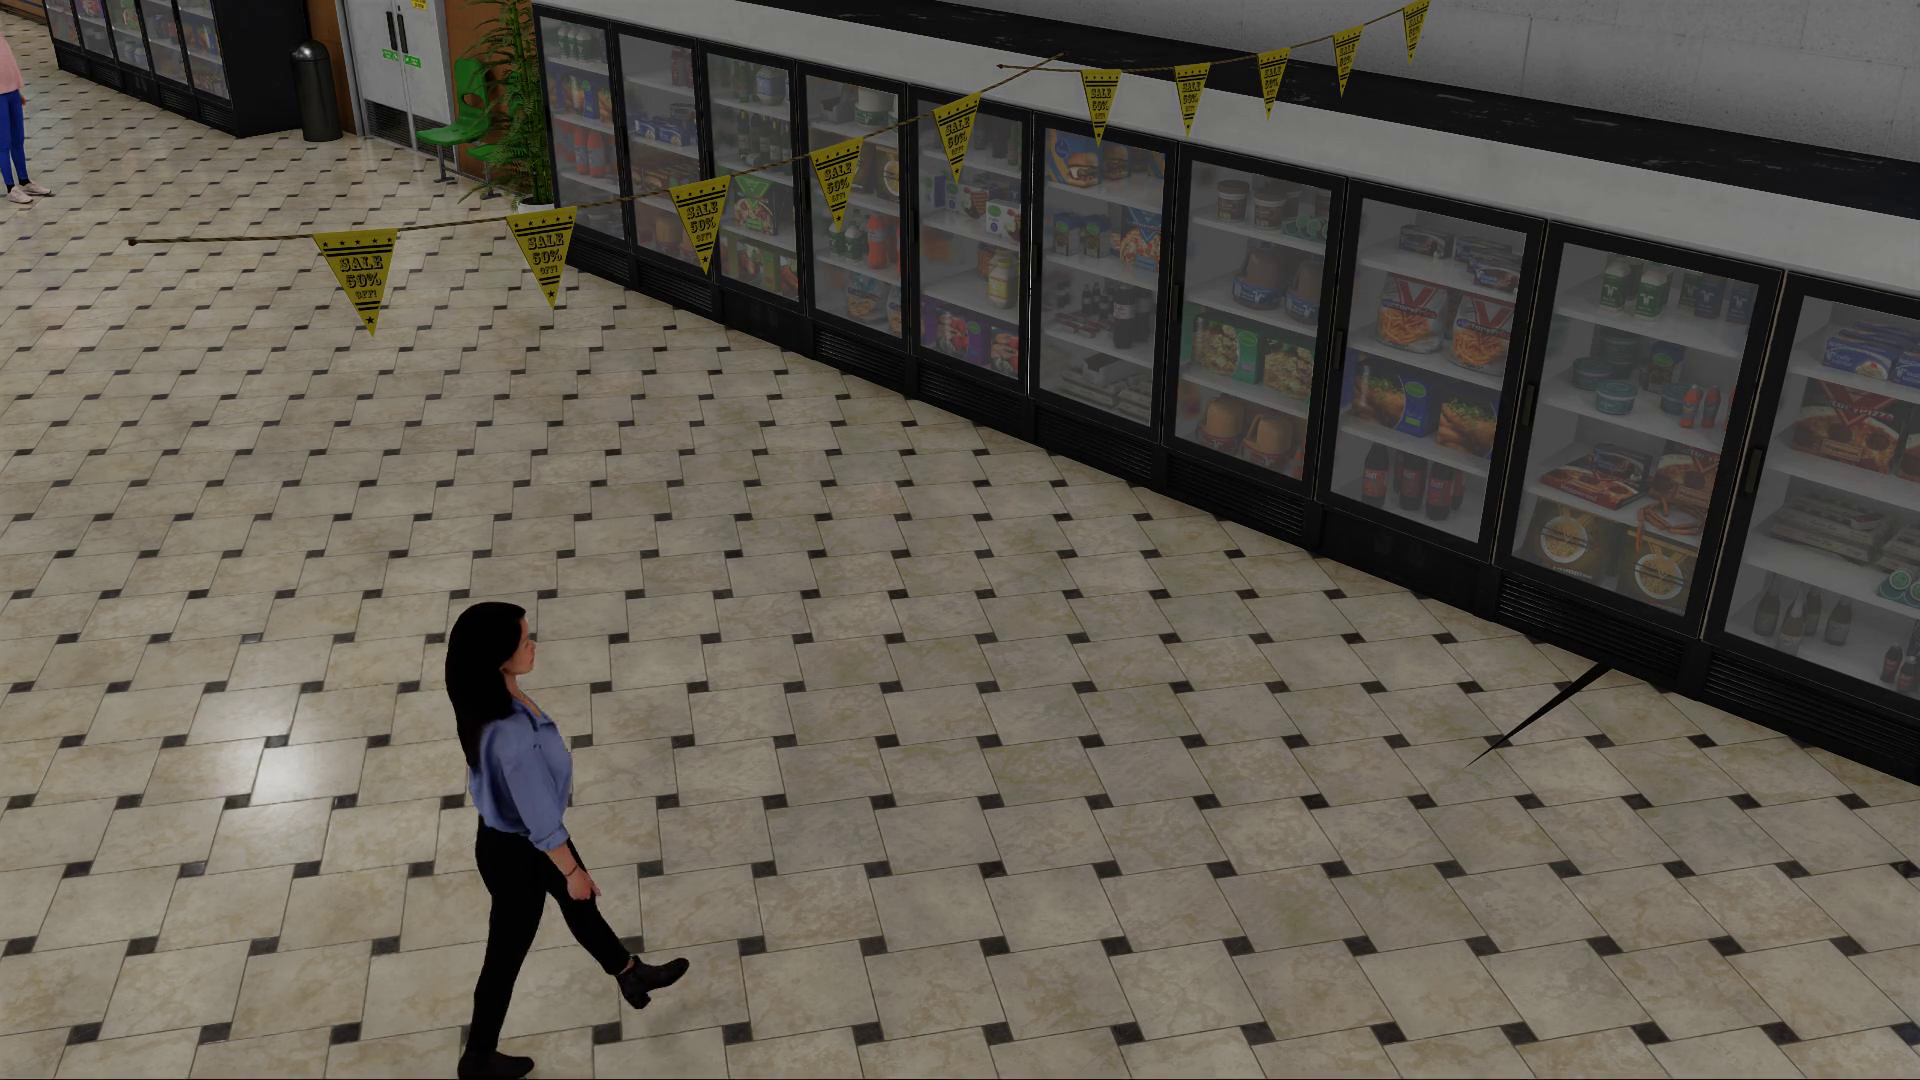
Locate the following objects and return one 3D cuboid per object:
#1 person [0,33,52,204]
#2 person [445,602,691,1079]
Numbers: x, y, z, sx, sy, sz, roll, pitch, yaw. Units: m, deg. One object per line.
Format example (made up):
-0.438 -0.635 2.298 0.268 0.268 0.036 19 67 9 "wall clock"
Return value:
-8.445 -3.887 14.644 0.784 1.770 0.698 3 27 5 "person"
-1.433 0.995 5.084 1.136 1.710 0.887 -13 30 -25 "person"
